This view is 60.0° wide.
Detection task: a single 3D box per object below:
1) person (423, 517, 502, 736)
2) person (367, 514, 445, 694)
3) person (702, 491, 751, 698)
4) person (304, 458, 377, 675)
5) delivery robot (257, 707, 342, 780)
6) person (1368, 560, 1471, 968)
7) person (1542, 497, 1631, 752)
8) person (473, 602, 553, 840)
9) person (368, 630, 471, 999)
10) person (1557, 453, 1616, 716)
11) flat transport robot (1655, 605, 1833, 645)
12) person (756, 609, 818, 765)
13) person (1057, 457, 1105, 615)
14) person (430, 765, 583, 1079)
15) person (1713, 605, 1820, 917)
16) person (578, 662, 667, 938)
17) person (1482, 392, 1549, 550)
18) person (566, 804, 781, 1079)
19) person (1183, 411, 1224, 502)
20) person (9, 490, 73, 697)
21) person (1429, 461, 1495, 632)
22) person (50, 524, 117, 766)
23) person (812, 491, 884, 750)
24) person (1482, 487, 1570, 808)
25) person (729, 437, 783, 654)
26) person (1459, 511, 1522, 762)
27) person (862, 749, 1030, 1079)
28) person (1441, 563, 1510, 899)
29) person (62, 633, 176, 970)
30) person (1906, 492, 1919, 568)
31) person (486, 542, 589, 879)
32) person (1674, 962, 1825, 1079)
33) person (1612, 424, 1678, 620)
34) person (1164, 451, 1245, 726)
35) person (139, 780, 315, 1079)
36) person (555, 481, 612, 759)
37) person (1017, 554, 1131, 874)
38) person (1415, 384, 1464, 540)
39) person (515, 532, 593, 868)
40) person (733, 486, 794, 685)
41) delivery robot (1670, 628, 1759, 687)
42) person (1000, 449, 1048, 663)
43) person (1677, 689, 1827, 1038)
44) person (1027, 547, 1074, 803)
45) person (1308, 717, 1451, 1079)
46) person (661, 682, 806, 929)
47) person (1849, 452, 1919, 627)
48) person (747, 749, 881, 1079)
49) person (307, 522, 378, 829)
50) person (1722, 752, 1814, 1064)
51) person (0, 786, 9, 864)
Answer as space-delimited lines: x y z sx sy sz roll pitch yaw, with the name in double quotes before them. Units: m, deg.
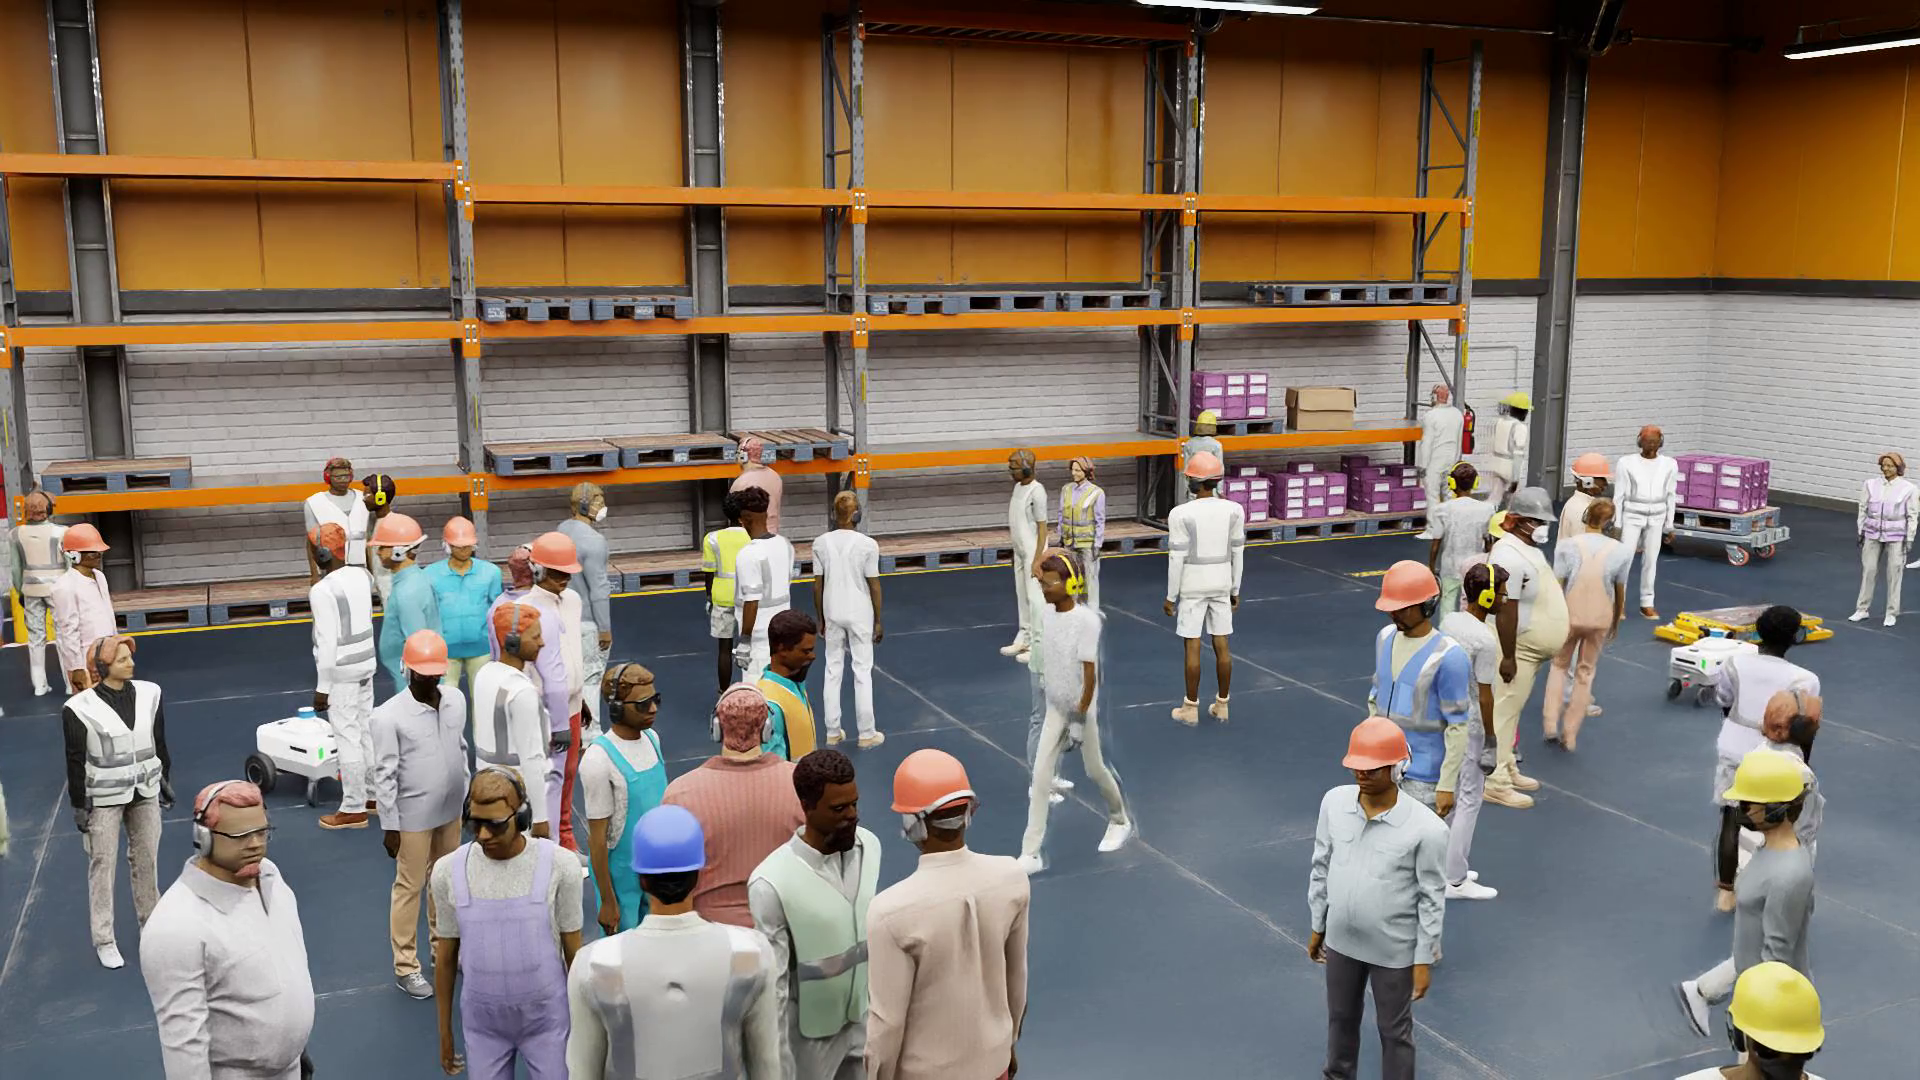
"person" -3.332 0.707 11.174 0.564 1.749 0.346 -4 11 -21
"person" -3.219 0.832 9.750 0.394 1.994 0.612 -2 10 -13
"person" -1.691 0.468 12.705 0.540 1.695 0.317 0 10 -2
"person" -5.072 0.234 13.634 0.373 1.840 0.570 8 13 39
"delivery robot" -4.219 1.326 10.779 0.707 0.478 0.477 6 12 33
"person" 2.173 1.096 8.116 0.393 2.033 0.615 -5 11 -25
"person" 4.376 0.592 11.676 0.562 1.812 0.446 3 10 18
"person" -2.087 1.221 7.826 0.354 1.884 0.576 -7 12 -36
"person" -2.512 1.275 7.904 0.340 1.745 0.573 5 11 27
"person" 4.734 0.328 12.664 0.386 1.993 0.611 2 10 14
"flat transport robot" 7.084 0.779 15.021 1.431 0.197 0.652 -4 10 -20
"person" -0.806 1.251 7.577 0.392 1.914 0.591 0 10 -2
"person" 1.113 0.043 15.320 0.513 1.641 0.307 9 13 41
"person" -1.505 1.635 5.600 0.516 1.835 0.355 0 10 -3
"person" 4.318 1.147 8.923 0.542 1.637 0.904 8 13 40
"person" -1.349 1.407 6.874 0.346 1.846 0.506 3 10 17
"person" 6.500 -0.807 19.572 0.969 1.866 0.593 -4 11 -22
"person" -0.820 1.719 4.825 0.616 1.935 0.421 -3 10 -15
"person" 2.732 -0.568 18.568 0.483 1.735 0.311 7 12 35
"person" -7.176 0.429 13.091 0.512 1.642 0.312 0 10 -2
"person" 3.973 0.304 13.198 0.525 1.860 0.318 1 10 6
"person" -5.668 0.759 10.868 0.326 1.752 0.563 -1 10 -5
"person" -0.783 0.568 11.717 0.506 1.843 0.346 3 10 16
"person" 3.600 0.660 10.612 0.535 2.000 0.684 5 11 26
"person" -1.808 0.053 14.492 0.401 1.907 0.648 5 11 25
"person" 3.695 0.663 11.419 0.523 1.759 0.350 2 10 13
"person" -0.057 1.625 5.208 0.610 1.986 0.392 -8 12 -38
"person" 2.766 1.033 9.011 0.350 1.856 0.525 -2 10 -11
"person" -4.147 1.270 8.232 0.305 1.645 0.522 6 12 31
"person" 10.691 -0.508 18.198 0.294 1.744 0.487 -2 10 -9
"person" -2.343 0.957 9.270 0.409 1.913 0.647 -9 13 -43
"person" 2.009 1.905 4.229 0.526 1.768 0.330 0 10 3
"person" 6.507 -0.170 15.848 0.582 1.882 0.342 1 10 4
"person" 1.799 0.360 12.321 0.605 2.048 0.366 -3 10 -17
"person" -2.208 1.672 5.175 0.406 1.907 0.637 1 10 5
"person" -2.595 0.557 11.505 0.355 1.935 0.633 -8 13 -38
"person" 0.654 0.969 9.496 0.524 1.825 1.001 9 14 43
"person" 5.822 -0.952 20.287 0.651 1.906 0.403 -6 12 -32
"person" -2.242 0.931 9.205 0.401 1.983 0.624 4 11 21
"person" -1.332 0.611 11.128 0.376 1.956 0.613 4 11 21
"delivery robot" 5.909 0.936 13.025 0.707 0.478 0.477 -5 11 -29
"person" 0.574 0.131 14.249 0.350 1.837 0.506 -4 11 -21
"person" 3.508 1.443 7.283 0.550 1.620 0.520 2 10 9
"person" 0.589 0.849 10.697 0.282 1.633 0.498 3 10 18
"person" 1.581 1.531 6.420 0.559 1.752 0.326 9 13 42
"person" -0.805 1.476 6.298 0.652 1.906 0.402 -2 10 -14
"person" 8.702 -0.012 15.634 0.314 1.641 0.515 -8 13 -39
"person" -0.456 1.612 5.485 0.379 1.915 0.596 6 12 32
"person" -3.752 0.820 10.132 0.361 1.887 0.575 2 10 10
"person" 2.856 1.616 5.937 0.342 1.757 0.533 4 11 21
"person" -4.504 1.432 7.361 0.514 1.633 0.342 -5 11 -28
